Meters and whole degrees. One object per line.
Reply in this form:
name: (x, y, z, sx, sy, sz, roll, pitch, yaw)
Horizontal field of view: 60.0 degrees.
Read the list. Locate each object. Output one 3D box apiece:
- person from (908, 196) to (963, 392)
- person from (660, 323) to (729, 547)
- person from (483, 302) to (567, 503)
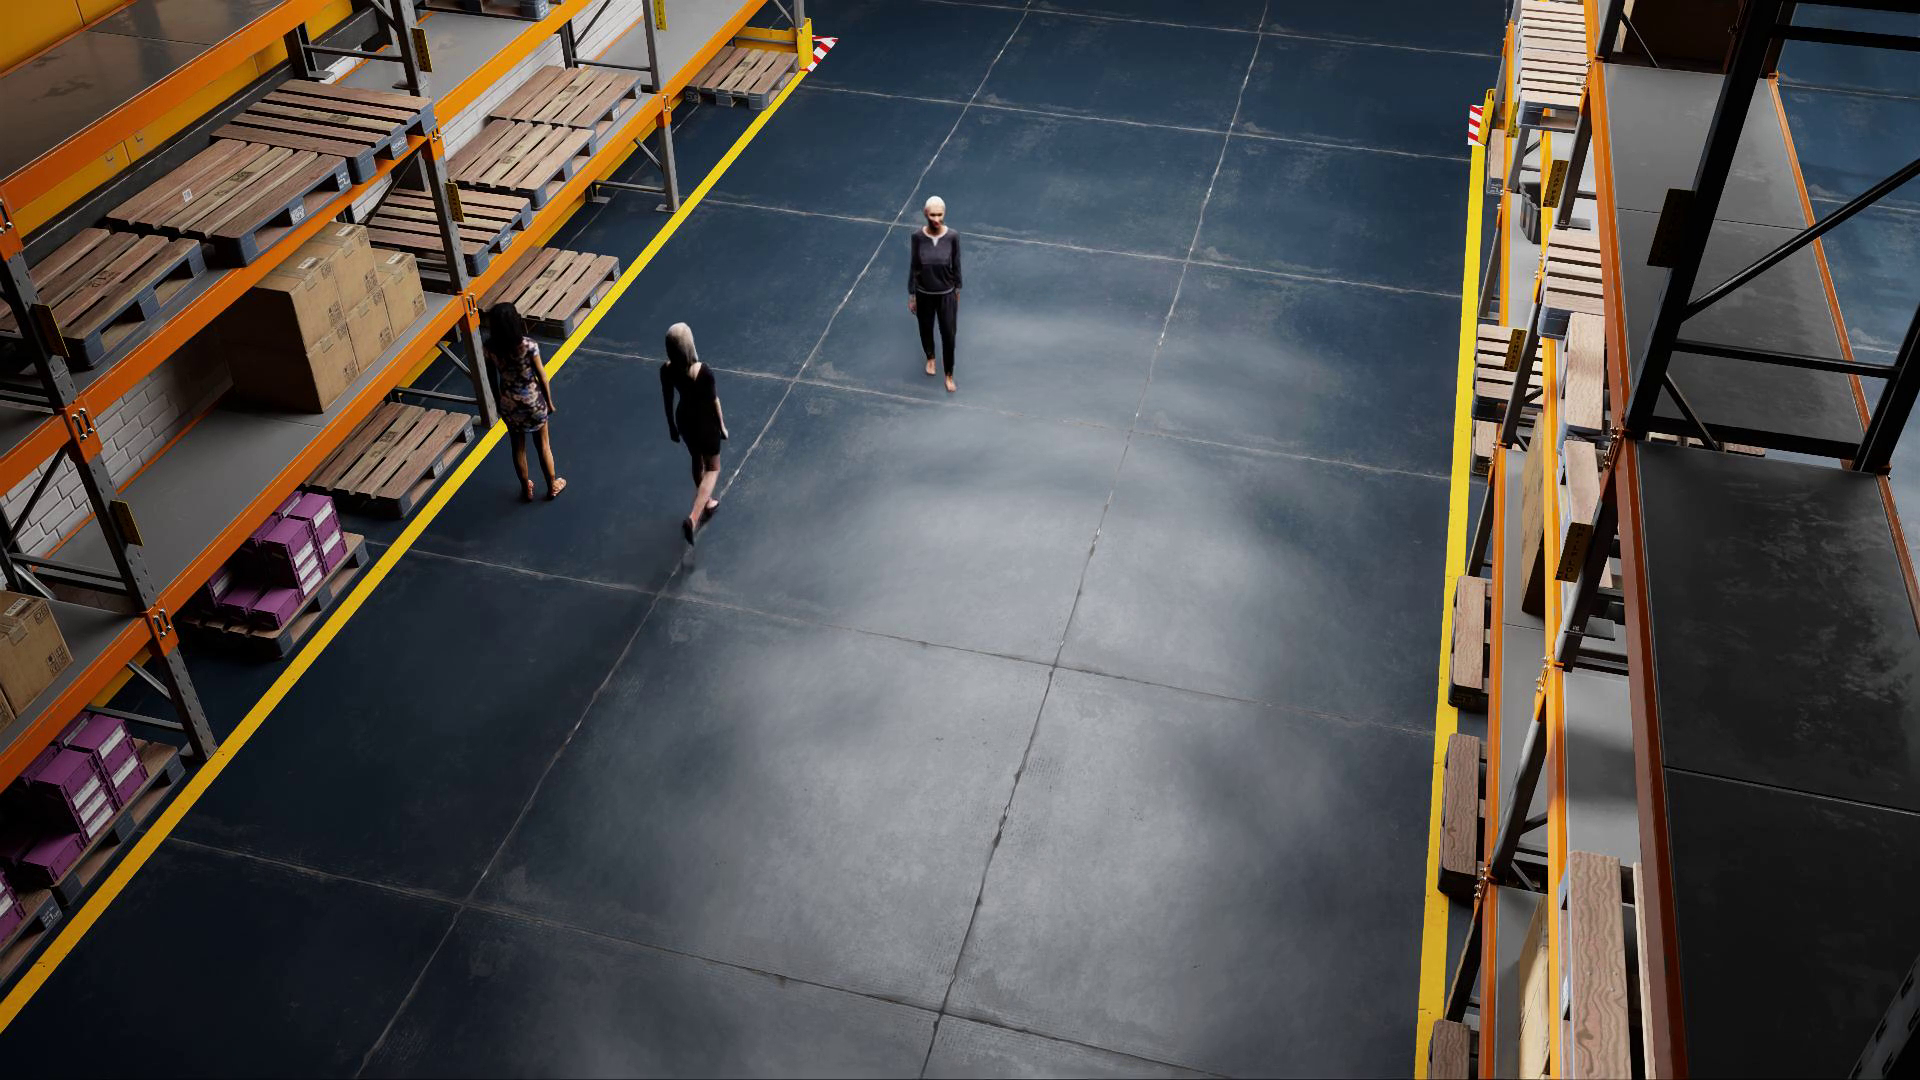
person: (-0.225, -2.194, 14.238, 0.721, 1.710, 0.858, 1, 39, 2)
person: (-1.979, -0.767, 12.371, 0.602, 1.809, 0.999, 10, 40, 12)
person: (-3.365, -1.048, 12.781, 0.655, 1.737, 0.615, -1, 39, -2)
